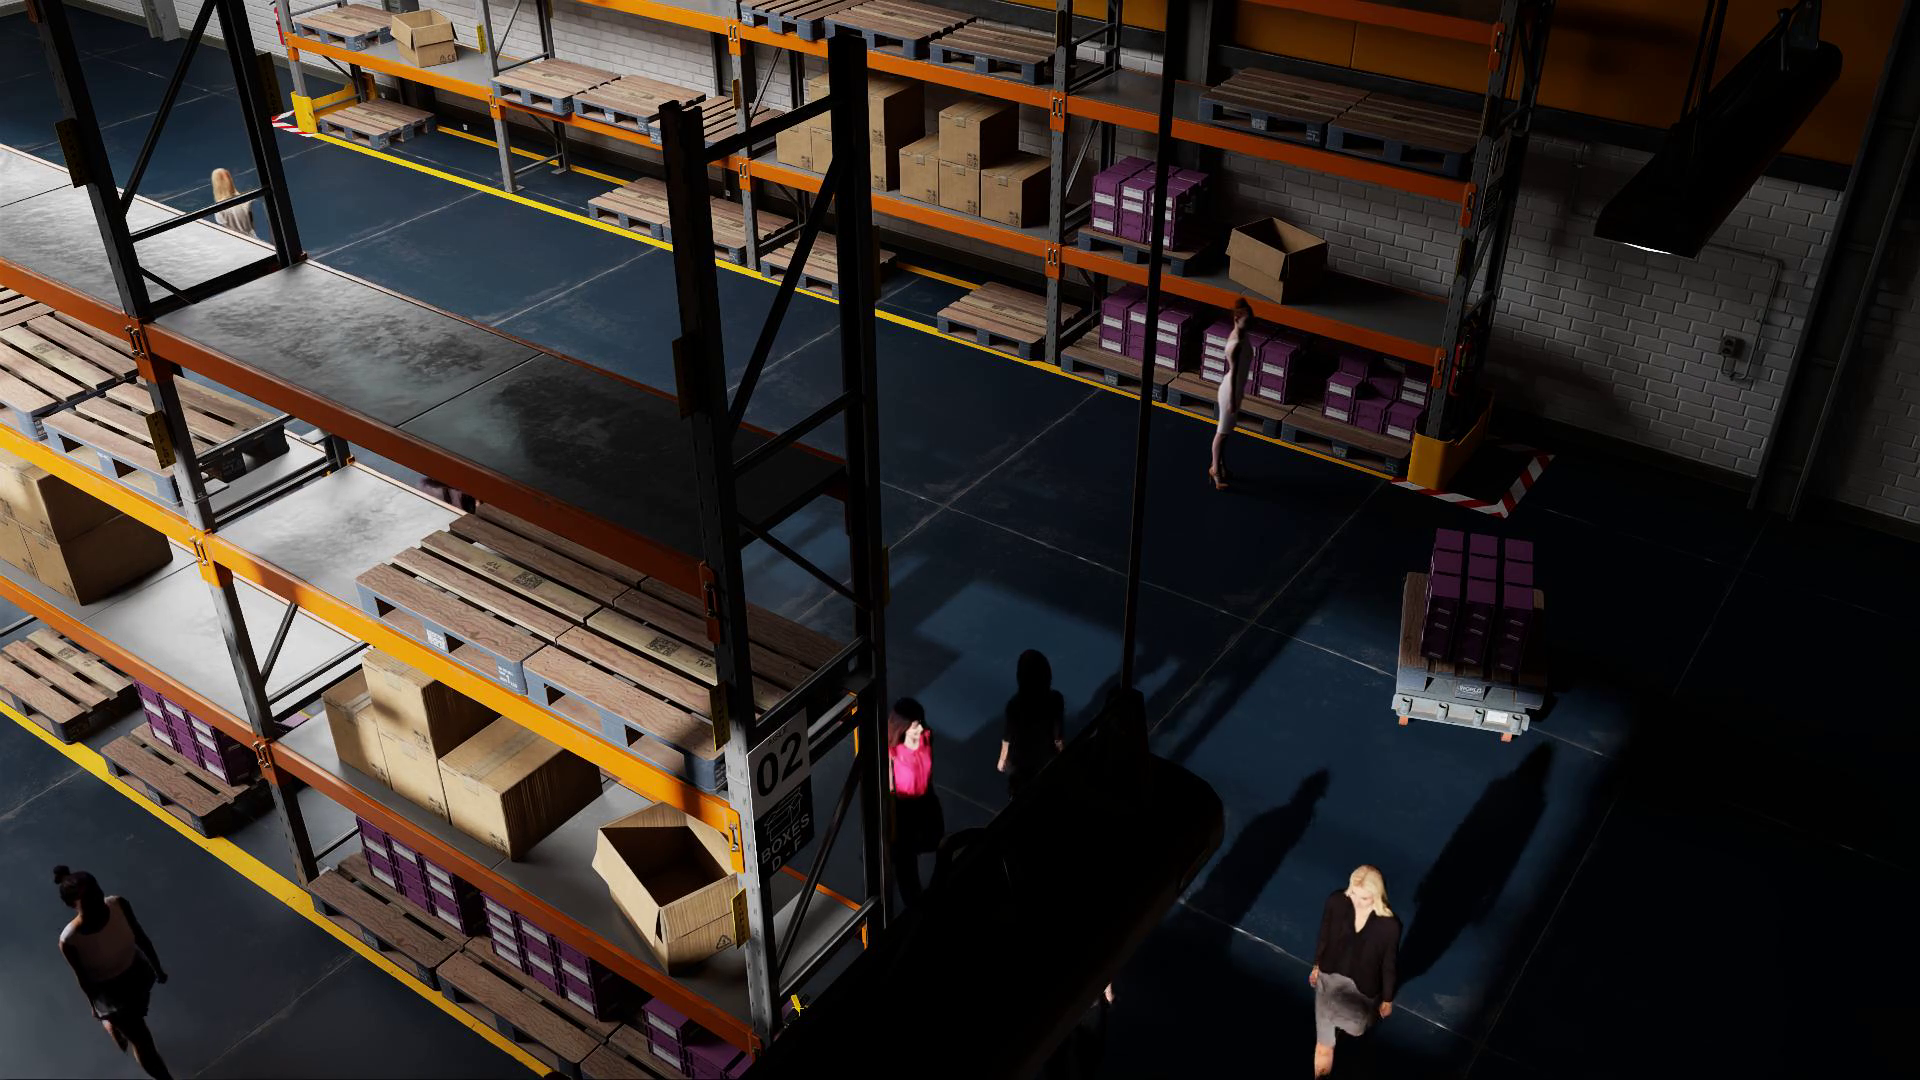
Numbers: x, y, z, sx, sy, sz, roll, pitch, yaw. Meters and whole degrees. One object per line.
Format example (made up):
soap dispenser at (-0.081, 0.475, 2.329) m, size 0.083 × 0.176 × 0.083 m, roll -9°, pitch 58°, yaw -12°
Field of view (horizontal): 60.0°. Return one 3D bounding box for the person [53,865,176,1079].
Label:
person at (-4.688, 2.407, 9.180) m, size 1.035 × 1.582 × 0.660 m, roll 16°, pitch 37°, yaw 22°

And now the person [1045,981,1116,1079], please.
person at (0.570, 2.436, 8.998) m, size 0.857 × 1.734 × 0.917 m, roll -7°, pitch 34°, yaw -11°

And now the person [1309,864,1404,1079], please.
person at (2.147, 2.379, 9.015) m, size 1.053 × 1.812 × 0.723 m, roll 20°, pitch 38°, yaw 27°

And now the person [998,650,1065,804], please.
person at (0.476, 1.455, 10.578) m, size 0.849 × 1.619 × 1.001 m, roll -13°, pitch 36°, yaw -18°

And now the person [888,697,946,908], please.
person at (-0.360, 1.627, 10.294) m, size 0.662 × 1.649 × 0.790 m, roll -28°, pitch 43°, yaw -35°

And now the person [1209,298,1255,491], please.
person at (2.372, -1.273, 14.524) m, size 0.566 × 1.794 × 0.610 m, roll 12°, pitch 35°, yaw 17°

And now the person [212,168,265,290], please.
person at (-7.210, -2.862, 16.913) m, size 1.028 × 1.797 × 0.640 m, roll 25°, pitch 41°, yaw 32°
